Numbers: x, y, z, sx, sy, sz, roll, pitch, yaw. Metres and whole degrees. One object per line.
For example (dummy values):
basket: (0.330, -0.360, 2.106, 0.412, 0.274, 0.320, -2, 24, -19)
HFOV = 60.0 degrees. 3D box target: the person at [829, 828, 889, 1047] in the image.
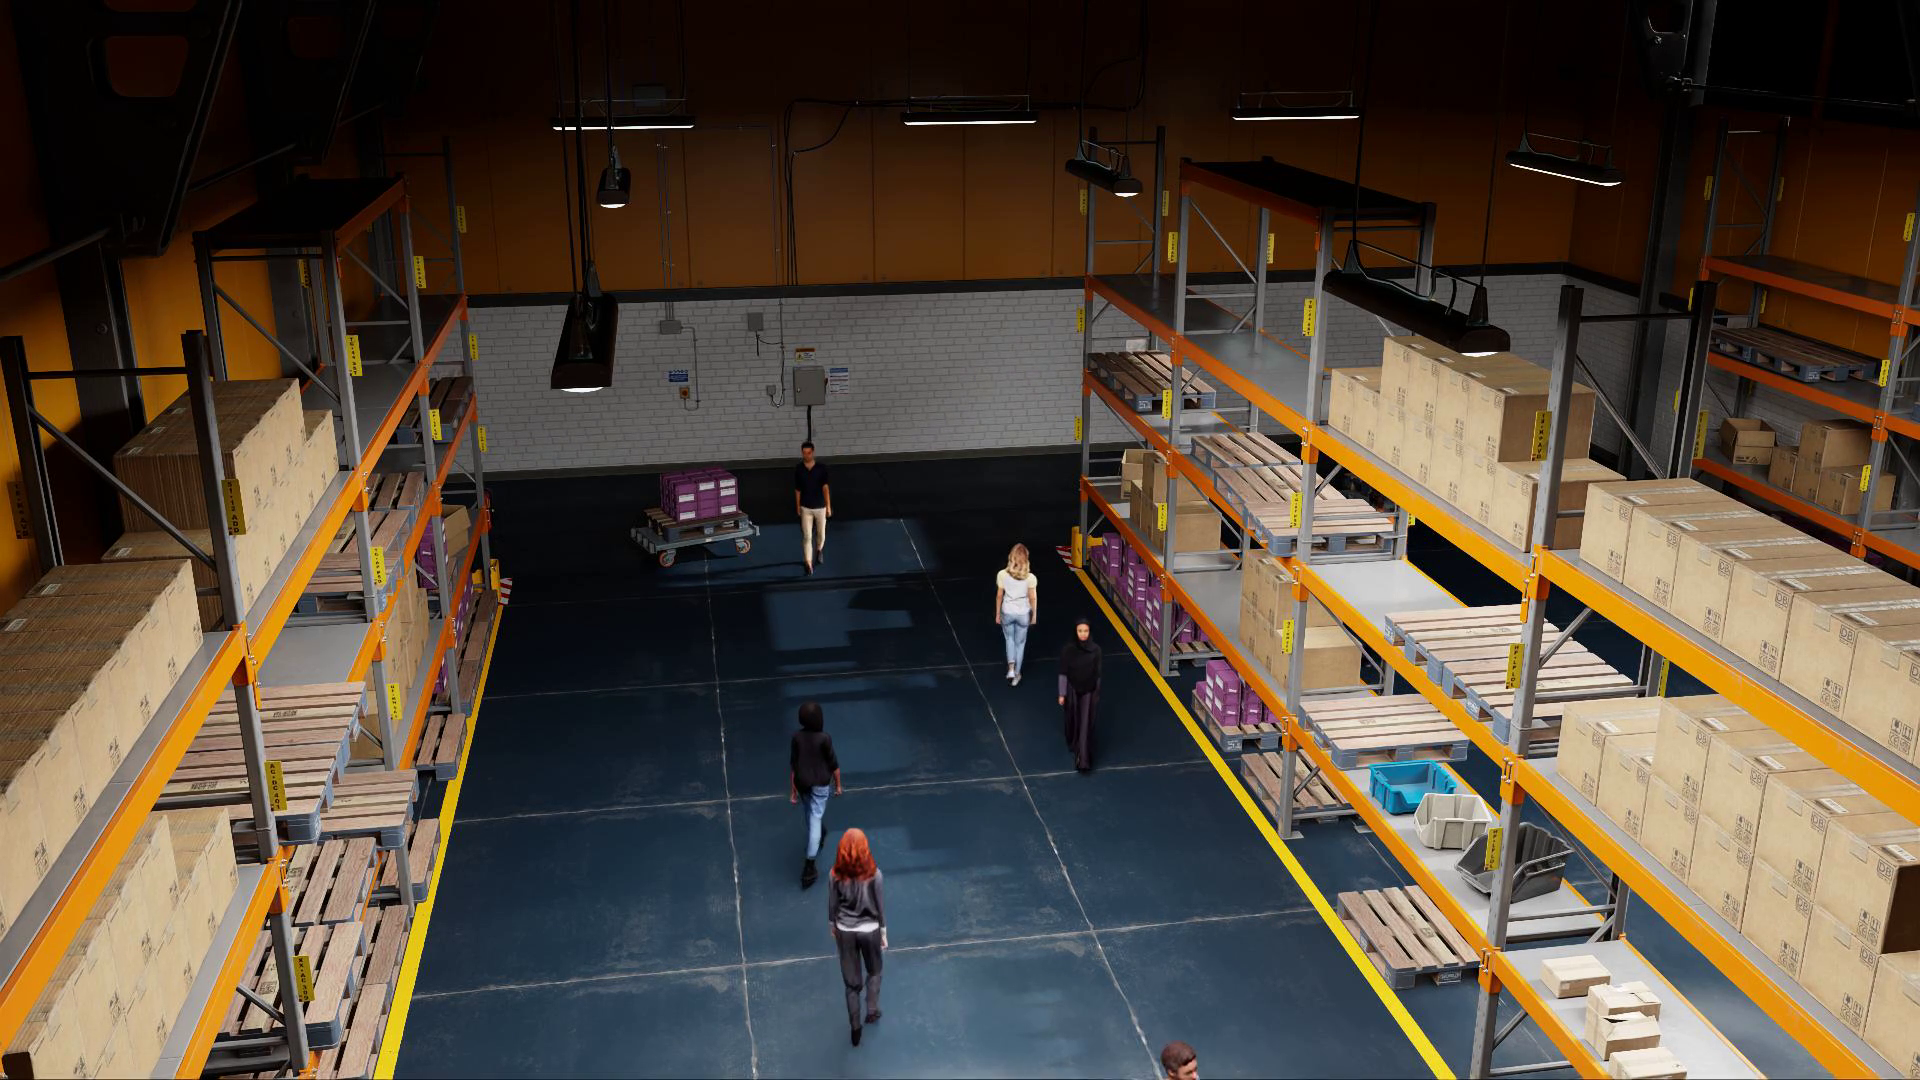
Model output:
person: (-0.784, 3.049, 12.618, 0.692, 1.764, 0.734, 1, 19, 3)

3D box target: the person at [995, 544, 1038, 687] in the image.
person: (0.633, 0.898, 19.088, 0.729, 1.712, 0.756, 3, 19, 8)

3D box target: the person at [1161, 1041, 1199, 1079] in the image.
person: (1.206, 3.829, 10.167, 0.894, 1.850, 1.008, -16, 24, -39)

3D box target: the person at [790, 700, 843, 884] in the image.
person: (-1.345, 2.292, 15.032, 0.863, 1.658, 1.218, 3, 19, 9)

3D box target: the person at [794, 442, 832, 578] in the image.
person: (-2.015, -0.468, 22.982, 0.752, 1.815, 1.185, 0, 19, -1)

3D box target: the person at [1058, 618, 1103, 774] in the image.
person: (1.249, 1.541, 17.342, 0.758, 1.606, 1.161, 1, 19, 2)
